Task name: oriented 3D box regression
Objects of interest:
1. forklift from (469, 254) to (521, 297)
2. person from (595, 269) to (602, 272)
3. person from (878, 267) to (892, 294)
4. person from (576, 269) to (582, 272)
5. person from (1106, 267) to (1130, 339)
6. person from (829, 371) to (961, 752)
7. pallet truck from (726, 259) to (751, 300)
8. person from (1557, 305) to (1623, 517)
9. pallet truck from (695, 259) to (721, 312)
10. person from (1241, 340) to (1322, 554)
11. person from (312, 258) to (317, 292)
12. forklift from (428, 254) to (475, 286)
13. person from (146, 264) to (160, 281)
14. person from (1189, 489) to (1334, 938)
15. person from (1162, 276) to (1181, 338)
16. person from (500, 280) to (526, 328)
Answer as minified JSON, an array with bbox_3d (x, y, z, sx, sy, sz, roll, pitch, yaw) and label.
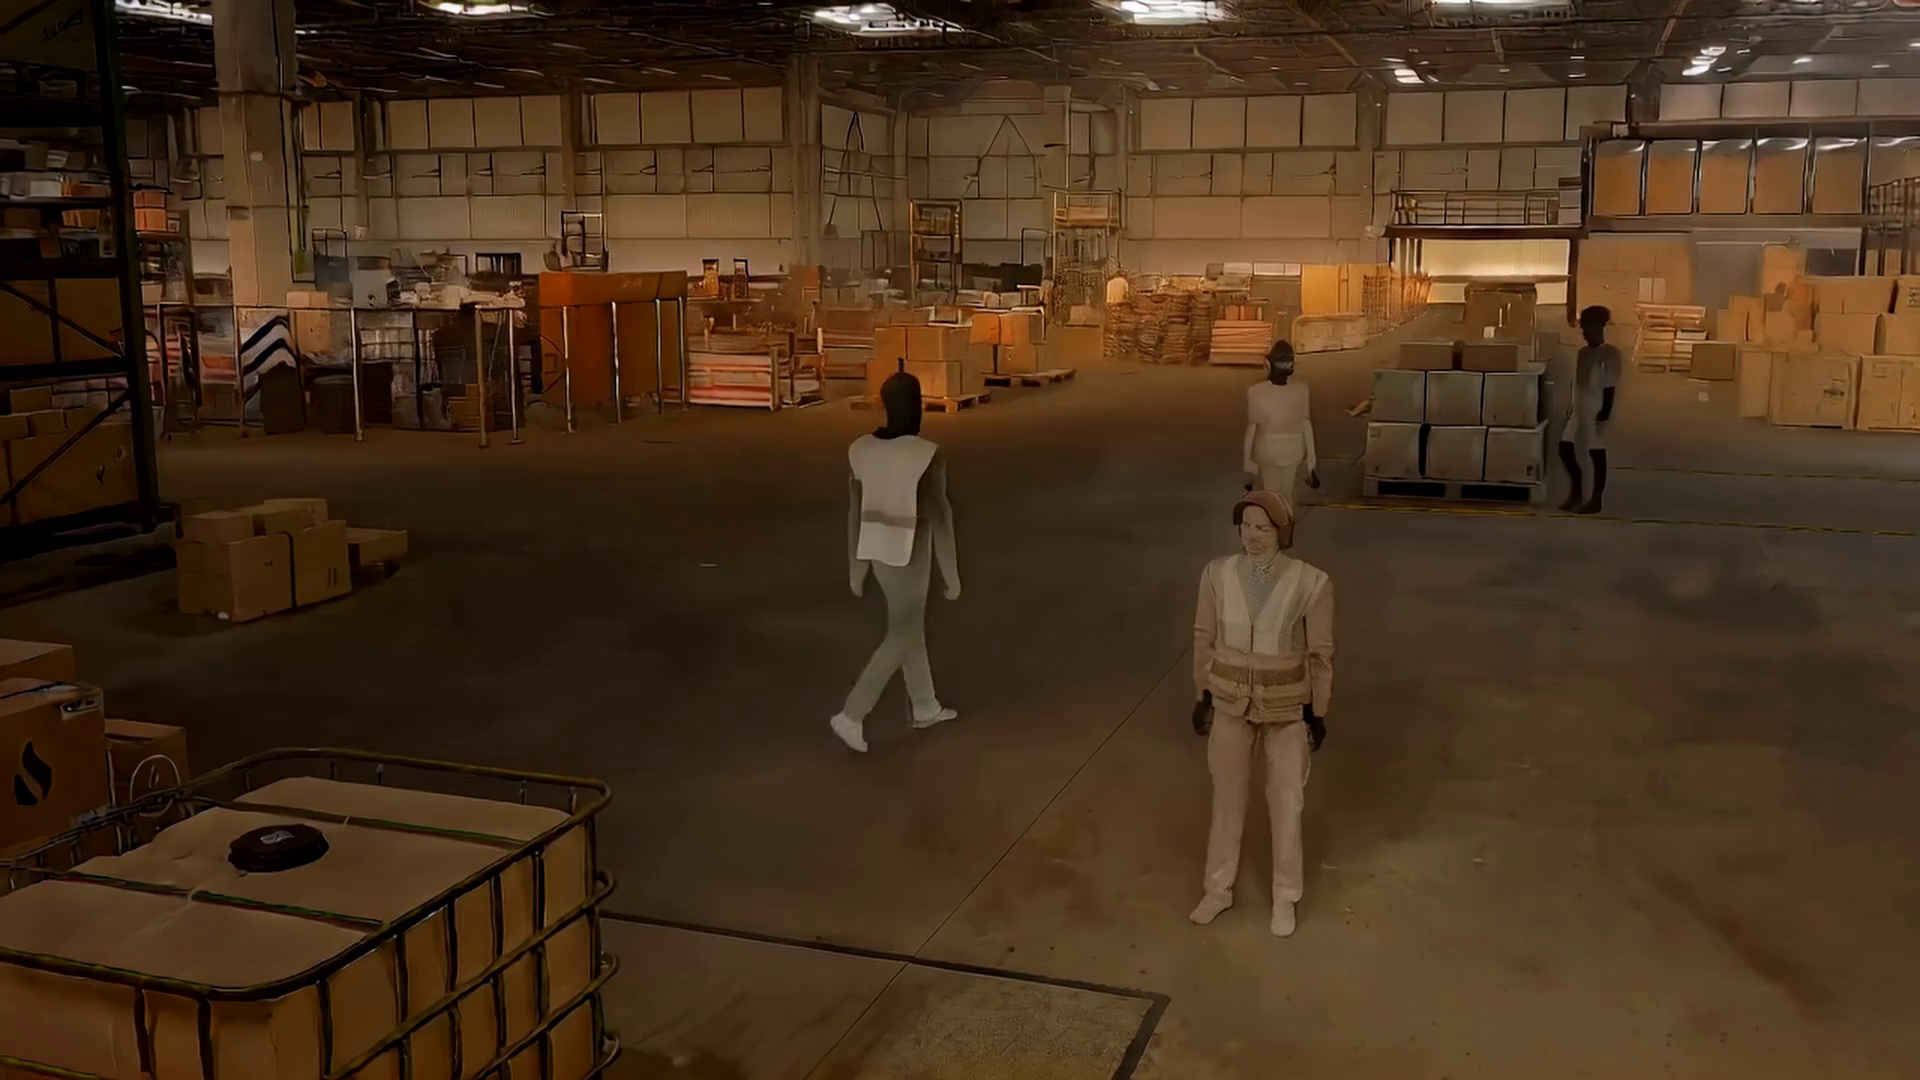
[{"bbox_3d":[-17.990,-10.121,64.684,1.157,1.987,2.680,3,11,17],"label":"forklift"},{"bbox_3d":[-11.879,-8.295,55.279,0.989,2.005,0.621,4,11,23],"label":"person"},{"bbox_3d":[-2.175,-6.748,46.928,1.002,1.889,0.550,7,12,36],"label":"person"},{"bbox_3d":[-13.535,-8.899,59.329,0.311,1.768,0.532,6,12,29],"label":"person"},{"bbox_3d":[4.015,-5.992,42.456,0.608,1.957,0.990,7,12,33],"label":"person"},{"bbox_3d":[-0.331,0.098,8.341,0.598,1.890,0.939,9,14,42],"label":"person"},{"bbox_3d":[-7.986,-9.493,62.019,0.823,1.965,1.885,3,11,17],"label":"pallet truck"},{"bbox_3d":[5.747,-1.171,15.268,0.506,1.951,0.633,-2,10,-13],"label":"person"},{"bbox_3d":[-9.165,-9.627,62.776,0.823,1.965,1.885,4,11,23],"label":"pallet truck"},{"bbox_3d":[2.326,-0.562,12.220,0.512,1.831,0.936,-4,11,-21],"label":"person"},{"bbox_3d":[-24.614,-9.712,63.268,0.394,1.989,0.616,-3,10,-14],"label":"person"},{"bbox_3d":[-20.133,-10.254,65.465,1.157,1.987,2.680,3,11,19],"label":"forklift"},{"bbox_3d":[-28.730,-8.899,59.150,0.589,1.818,0.712,3,11,18],"label":"person"},{"bbox_3d":[1.092,0.624,6.050,0.515,1.640,0.315,5,11,27],"label":"person"},{"bbox_3d":[5.306,-5.728,41.625,0.489,1.707,0.839,4,11,20],"label":"person"},{"bbox_3d":[-8.242,-3.857,30.711,1.004,1.859,0.662,5,11,25],"label":"person"}]
